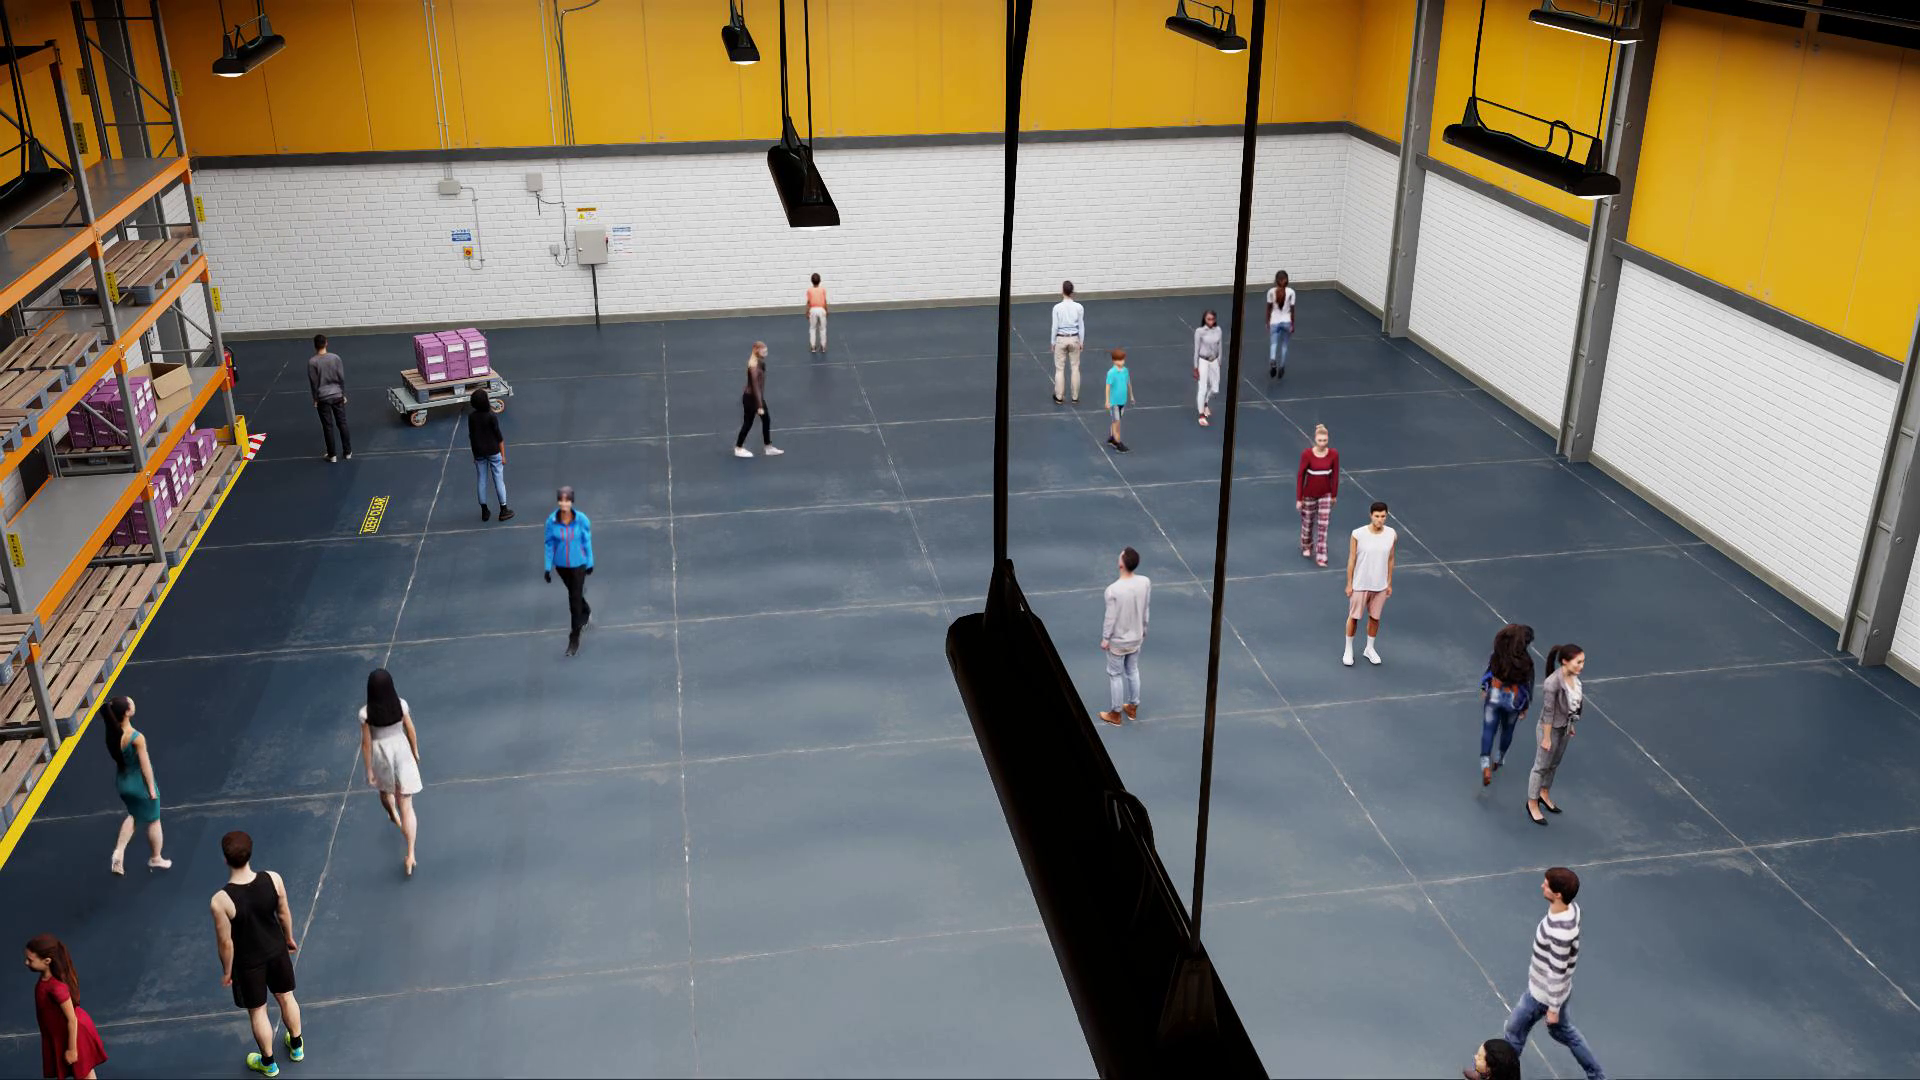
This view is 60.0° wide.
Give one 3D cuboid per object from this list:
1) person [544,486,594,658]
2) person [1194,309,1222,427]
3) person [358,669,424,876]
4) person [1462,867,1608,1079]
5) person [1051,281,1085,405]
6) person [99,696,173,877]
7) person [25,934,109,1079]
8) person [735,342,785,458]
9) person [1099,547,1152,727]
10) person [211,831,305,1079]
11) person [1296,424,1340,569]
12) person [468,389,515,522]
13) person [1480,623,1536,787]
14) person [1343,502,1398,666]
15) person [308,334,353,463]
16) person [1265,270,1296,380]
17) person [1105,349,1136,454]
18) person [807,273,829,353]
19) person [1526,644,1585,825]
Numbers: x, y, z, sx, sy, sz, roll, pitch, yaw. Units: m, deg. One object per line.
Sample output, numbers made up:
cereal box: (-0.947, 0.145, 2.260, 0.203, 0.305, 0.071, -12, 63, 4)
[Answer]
person: (-4.077, 0.255, 17.503, 0.857, 1.750, 1.254, 2, 24, 5)
person: (3.505, -2.502, 23.861, 0.616, 1.710, 0.675, -6, 24, -14)
person: (-4.652, 1.930, 13.709, 0.826, 1.721, 1.240, -11, 26, -23)
person: (4.037, 3.019, 11.108, 1.175, 1.809, 1.230, 11, 26, 23)
person: (1.586, -2.931, 24.672, 0.660, 1.846, 0.603, -2, 24, -5)
person: (-6.753, 2.049, 13.498, 0.762, 1.671, 0.865, 9, 25, 19)
person: (-5.861, 3.236, 10.929, 0.731, 1.554, 0.670, -20, 30, -38)
person: (-2.860, -1.887, 22.520, 0.872, 1.657, 0.935, 1, 24, 3)
person: (1.578, 0.908, 15.895, 0.758, 1.841, 0.713, -14, 27, -29)
person: (-4.822, 2.836, 11.422, 0.808, 1.891, 0.778, 19, 30, 37)
person: (4.155, -0.550, 19.444, 0.786, 1.672, 1.050, 0, 24, 1)
person: (-5.836, -1.052, 20.554, 0.611, 1.702, 0.603, 1, 24, 3)
person: (4.855, 1.486, 14.880, 0.973, 1.595, 1.079, 11, 26, 23)
person: (4.208, 0.422, 17.073, 0.674, 1.788, 0.629, 0, 24, -1)
person: (-8.524, -1.927, 22.482, 0.698, 1.761, 0.697, -17, 29, -34)
person: (4.931, -3.291, 25.669, 0.797, 1.707, 0.920, 7, 25, 17)
person: (2.131, -1.954, 22.955, 0.752, 1.432, 0.870, -20, 31, -38)
person: (-2.320, -3.717, 27.141, 0.520, 1.309, 0.520, -1, 24, -2)
person: (5.149, 1.647, 14.407, 0.721, 1.680, 0.753, -21, 31, -39)
